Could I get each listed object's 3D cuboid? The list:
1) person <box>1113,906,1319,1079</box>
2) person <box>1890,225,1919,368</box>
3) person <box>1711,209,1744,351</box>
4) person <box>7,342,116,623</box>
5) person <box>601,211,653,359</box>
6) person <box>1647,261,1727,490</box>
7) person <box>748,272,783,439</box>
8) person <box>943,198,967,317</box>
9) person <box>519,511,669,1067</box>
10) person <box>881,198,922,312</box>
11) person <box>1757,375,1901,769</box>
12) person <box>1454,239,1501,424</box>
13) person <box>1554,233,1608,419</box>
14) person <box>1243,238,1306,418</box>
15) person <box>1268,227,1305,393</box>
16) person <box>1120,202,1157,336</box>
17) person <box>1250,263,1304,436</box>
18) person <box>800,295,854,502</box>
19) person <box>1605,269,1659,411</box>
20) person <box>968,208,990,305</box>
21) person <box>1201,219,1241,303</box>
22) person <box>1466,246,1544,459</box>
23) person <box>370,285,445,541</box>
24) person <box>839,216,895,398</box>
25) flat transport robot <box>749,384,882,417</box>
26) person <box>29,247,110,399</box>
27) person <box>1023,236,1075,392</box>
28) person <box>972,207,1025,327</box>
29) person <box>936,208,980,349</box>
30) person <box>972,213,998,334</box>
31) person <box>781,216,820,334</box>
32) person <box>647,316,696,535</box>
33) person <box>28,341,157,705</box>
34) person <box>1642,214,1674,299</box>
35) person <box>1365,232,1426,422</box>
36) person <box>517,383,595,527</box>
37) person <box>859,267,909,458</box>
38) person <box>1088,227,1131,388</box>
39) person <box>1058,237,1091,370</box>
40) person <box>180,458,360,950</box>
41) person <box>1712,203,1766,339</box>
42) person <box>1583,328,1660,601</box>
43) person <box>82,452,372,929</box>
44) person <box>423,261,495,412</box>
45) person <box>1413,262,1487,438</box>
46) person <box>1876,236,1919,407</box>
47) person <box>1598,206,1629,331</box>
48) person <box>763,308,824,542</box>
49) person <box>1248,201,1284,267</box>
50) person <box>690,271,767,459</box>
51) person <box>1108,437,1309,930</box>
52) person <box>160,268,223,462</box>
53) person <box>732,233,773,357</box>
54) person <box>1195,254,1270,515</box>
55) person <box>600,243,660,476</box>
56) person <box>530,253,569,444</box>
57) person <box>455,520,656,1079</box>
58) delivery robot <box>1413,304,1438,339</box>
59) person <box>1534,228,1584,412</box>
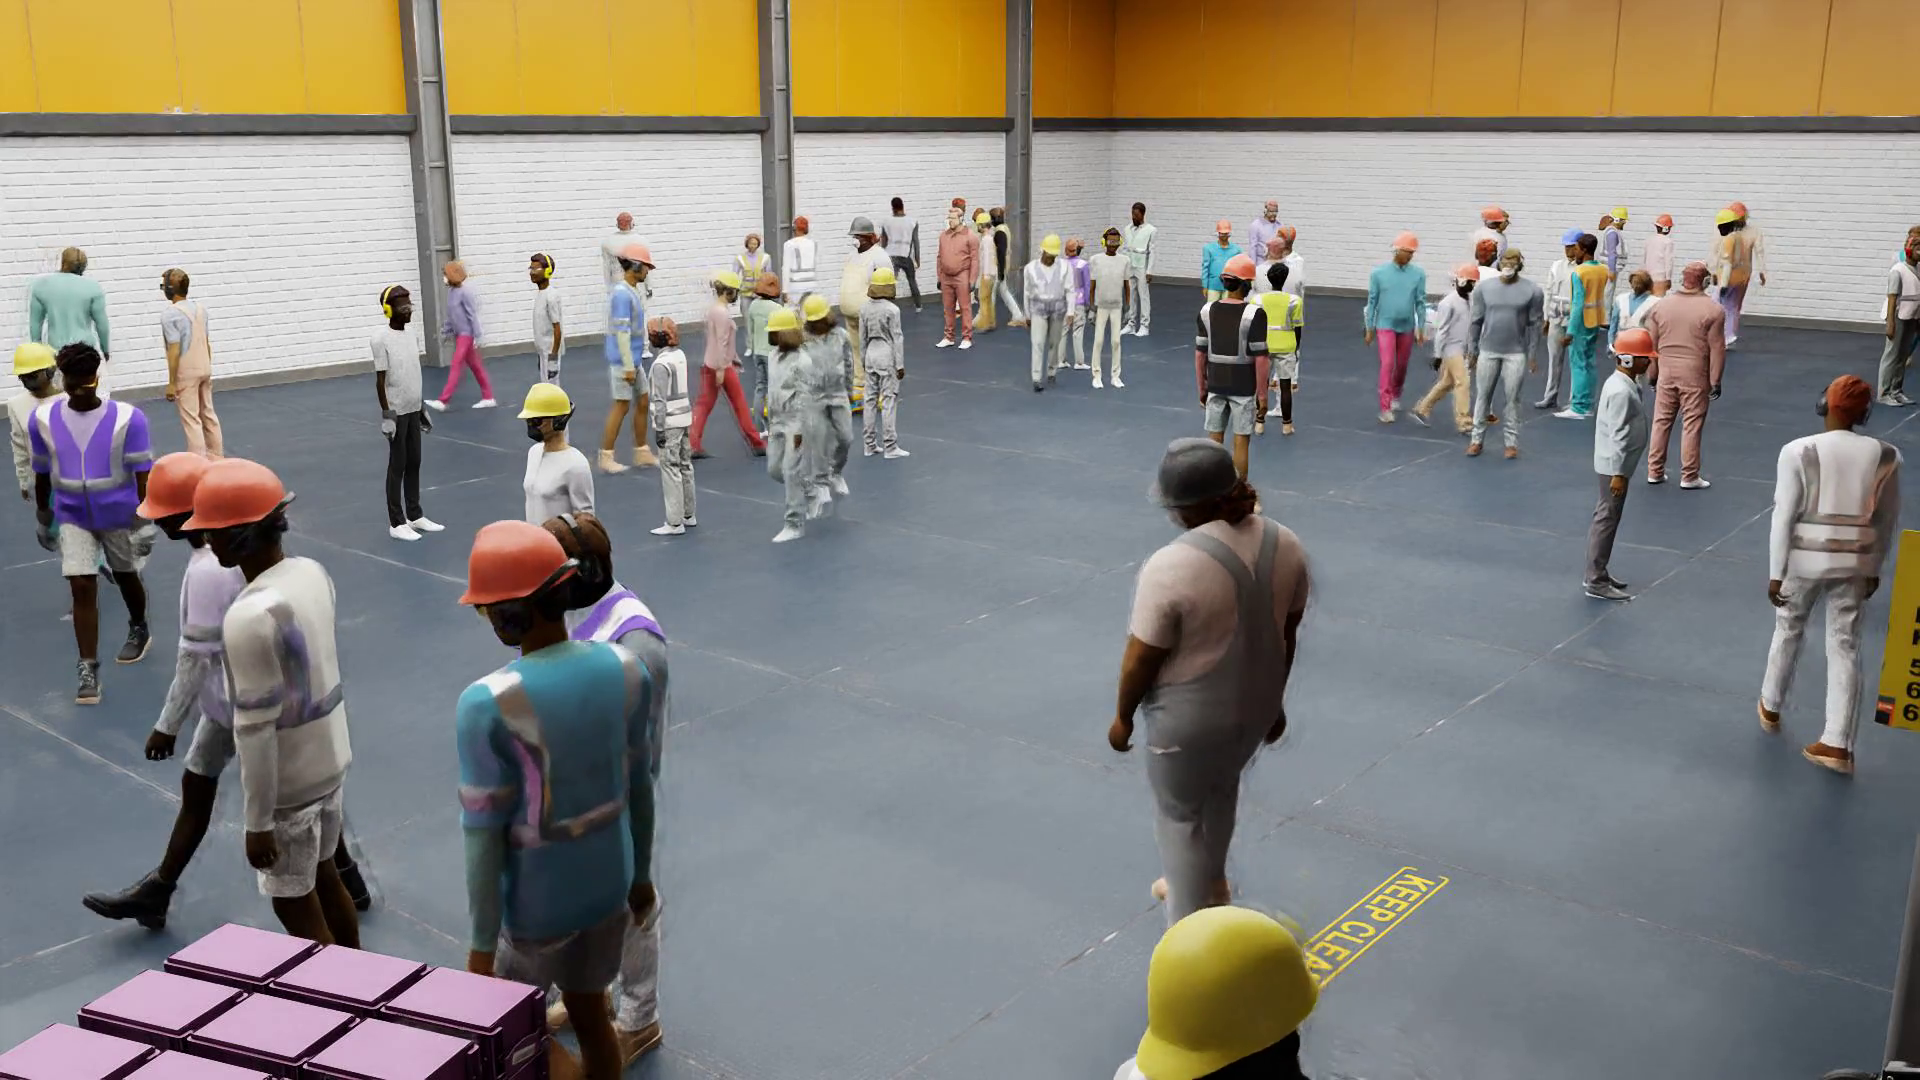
[{"bbox_3d":[0.517,1.462,2.650,0.694,1.894,0.440,7,16,26],"label":"person"},{"bbox_3d":[11.626,-2.939,20.352,0.527,1.824,0.527,7,16,25],"label":"person"},{"bbox_3d":[10.299,-3.487,22.381,0.447,1.898,0.636,9,17,32],"label":"person"},{"bbox_3d":[-5.576,-0.403,10.421,0.558,1.737,0.694,2,14,7],"label":"person"},{"bbox_3d":[-4.309,-3.307,21.655,0.641,1.912,0.410,-1,14,-3],"label":"person"},{"bbox_3d":[6.100,-1.381,13.969,0.407,1.905,0.655,-12,18,-39],"label":"person"},{"bbox_3d":[-1.835,-1.760,16.033,0.275,1.632,0.507,-13,19,-43],"label":"person"},{"bbox_3d":[-0.062,-4.485,26.435,0.344,1.879,0.581,9,17,32],"label":"person"},{"bbox_3d":[-1.195,0.803,5.382,0.429,1.838,0.621,-13,19,-41],"label":"person"},{"bbox_3d":[-0.951,-4.584,26.877,0.642,1.858,0.766,1,14,4],"label":"person"},{"bbox_3d":[4.190,0.125,8.066,0.606,1.834,0.963,2,14,9],"label":"person"},{"bbox_3d":[5.307,-2.120,16.965,0.584,1.882,0.346,11,18,37],"label":"person"},{"bbox_3d":[6.490,-2.213,17.270,0.597,1.914,0.372,-13,19,-42],"label":"person"},{"bbox_3d":[3.237,-2.181,17.261,0.653,1.878,0.409,0,14,0],"label":"person"},{"bbox_3d":[3.710,-2.619,18.957,0.342,1.882,0.579,-4,15,-15],"label":"person"},{"bbox_3d":[2.583,-3.920,24.085,0.391,1.920,0.593,-13,19,-42],"label":"person"},{"bbox_3d":[3.088,-1.861,16.305,0.534,1.697,0.322,4,15,15],"label":"person"},{"bbox_3d":[-1.082,-1.127,13.362,0.522,1.695,0.518,-5,15,-20],"label":"person"},{"bbox_3d":[6.833,-1.938,16.787,0.774,1.606,0.500,-12,18,-39],"label":"person"},{"bbox_3d":[0.322,-4.806,28.203,0.504,1.632,0.269,12,18,40],"label":"person"},{"bbox_3d":[3.560,-3.480,22.661,0.559,1.752,0.325,-3,14,-10],"label":"person"},{"bbox_3d":[4.964,-1.712,15.224,0.635,1.936,0.356,6,15,22],"label":"person"},{"bbox_3d":[-4.092,-0.935,12.279,0.328,1.861,0.513,4,15,16],"label":"person"},{"bbox_3d":[-1.071,-2.520,18.246,0.536,2.000,0.688,-13,19,-41],"label":"person"},{"bbox_3d":[-1.458,-1.463,17.605,1.431,0.197,0.652,-12,18,-40],"label":"flat transport robot"},{"bbox_3d":[-8.284,-1.764,15.525,0.819,1.905,0.405,-1,14,-5],"label":"person"},{"bbox_3d":[1.026,-2.624,19.209,0.583,1.776,0.893,-1,14,-4],"label":"person"},{"bbox_3d":[0.546,-4.105,25.077,0.871,1.807,0.640,1,14,4],"label":"person"},{"bbox_3d":[-0.059,-3.562,22.681,0.651,1.907,0.409,9,17,33],"label":"person"},{"bbox_3d":[0.368,-3.892,24.325,0.370,1.749,0.528,2,14,9],"label":"person"},{"bbox_3d":[-2.123,-3.257,21.588,0.478,1.866,0.706,12,19,40],"label":"person"},{"bbox_3d":[-2.155,-0.848,12.400,0.314,1.633,0.519,2,14,10],"label":"person"},{"bbox_3d":[-4.697,-0.145,9.063,0.648,1.907,1.003,-4,15,-14],"label":"person"},{"bbox_3d":[10.037,-3.790,23.899,0.334,1.753,0.562,-4,15,-16],"label":"person"},{"bbox_3d":[4.538,-2.249,17.388,0.643,1.942,0.959,-1,14,-3],"label":"person"},{"bbox_3d":[-2.030,0.086,8.386,0.523,1.769,0.315,13,19,43],"label":"person"},{"bbox_3d":[-0.700,-1.625,15.272,0.493,1.743,0.295,11,18,37],"label":"person"},{"bbox_3d":[1.732,-2.683,19.276,0.501,1.862,0.327,-1,14,-6],"label":"person"},{"bbox_3d":[1.410,-2.937,20.722,0.522,1.640,0.305,11,18,37],"label":"person"},{"bbox_3d":[-2.147,0.734,5.260,0.406,2.032,0.614,-1,14,-3],"label":"person"},{"bbox_3d":[10.833,-3.695,23.131,0.648,1.936,0.993,4,15,15],"label":"person"},{"bbox_3d":[4.268,-0.496,10.737,0.341,1.749,0.572,5,15,19],"label":"person"},{"bbox_3d":[-2.767,0.588,6.163,1.049,1.863,0.550,-5,15,-20],"label":"person"},{"bbox_3d":[-5.373,-2.155,17.704,0.855,1.579,0.515,-11,18,-37],"label":"person"},{"bbox_3d":[4.880,-1.904,16.481,0.878,1.706,0.545,12,19,40],"label":"person"},{"bbox_3d":[10.223,-2.369,18.061,0.566,1.841,0.402,-9,17,-33],"label":"person"},{"bbox_3d":[9.704,-4.033,24.732,0.403,1.824,0.586,4,15,16],"label":"person"},{"bbox_3d":[-1.201,-0.859,12.260,0.530,1.724,0.483,-13,19,-42],"label":"person"},{"bbox_3d":[4.608,-4.115,24.902,0.638,1.903,0.408,-8,16,-28],"label":"person"},{"bbox_3d":[-2.099,-1.583,15.161,0.878,1.712,0.524,-6,15,-23],"label":"person"},{"bbox_3d":[0.840,0.540,6.015,0.756,2.000,0.712,-9,17,-33],"label":"person"},{"bbox_3d":[-6.486,-1.357,13.991,0.347,1.846,0.505,3,14,13],"label":"person"},{"bbox_3d":[-2.727,-3.200,21.804,0.559,1.627,0.470,-3,14,-12],"label":"person"},{"bbox_3d":[2.121,-1.180,12.882,0.614,2.042,0.373,11,18,37],"label":"person"},{"bbox_3d":[-2.875,-1.589,14.593,0.507,2.004,0.660,0,14,0],"label":"person"},{"bbox_3d":[-3.790,-1.685,15.241,0.319,1.876,0.532,-7,16,-25],"label":"person"},{"bbox_3d":[-1.034,0.938,4.461,0.572,2.016,0.634,10,17,35],"label":"person"},{"bbox_3d":[6.503,-3.047,23.173,0.477,0.478,0.707,4,15,17],"label":"delivery robot"},{"bbox_3d":[6.476,-2.337,17.702,0.388,1.947,0.612,-11,18,-37],"label":"person"}]
